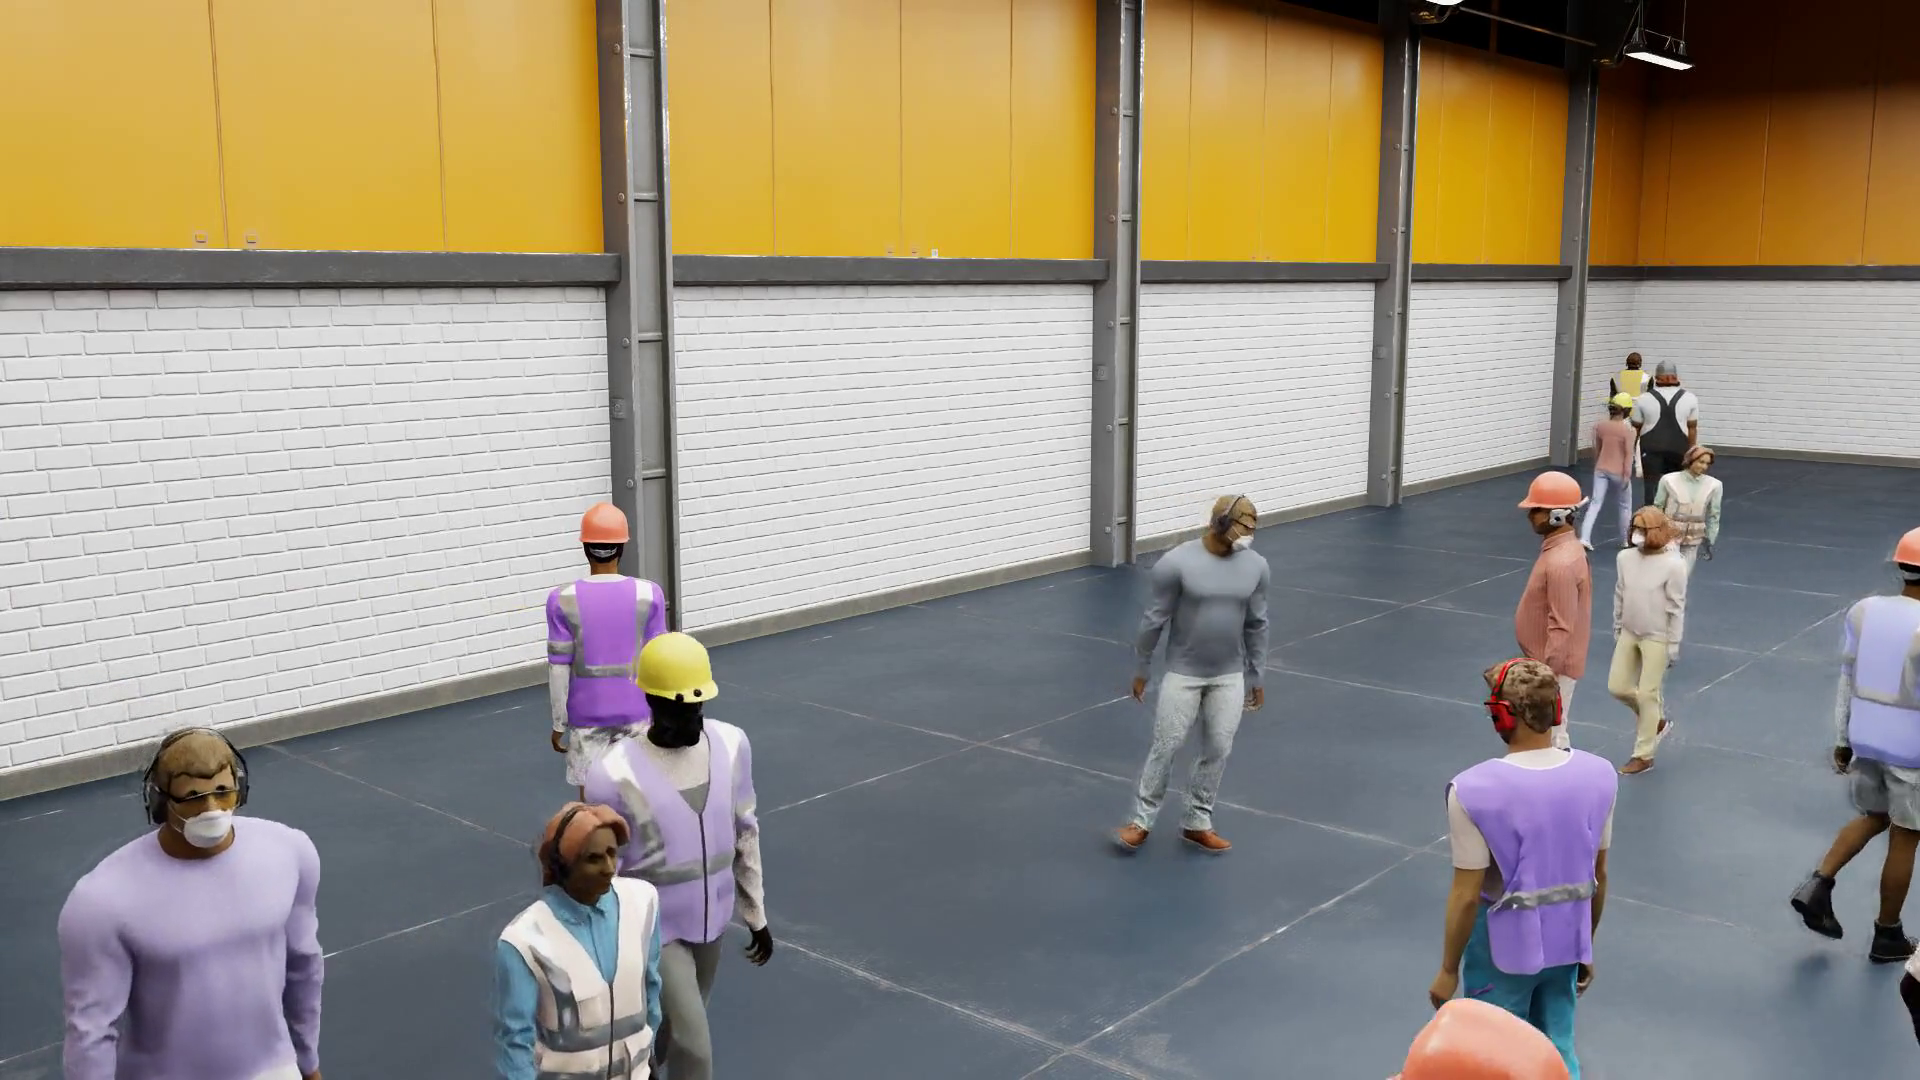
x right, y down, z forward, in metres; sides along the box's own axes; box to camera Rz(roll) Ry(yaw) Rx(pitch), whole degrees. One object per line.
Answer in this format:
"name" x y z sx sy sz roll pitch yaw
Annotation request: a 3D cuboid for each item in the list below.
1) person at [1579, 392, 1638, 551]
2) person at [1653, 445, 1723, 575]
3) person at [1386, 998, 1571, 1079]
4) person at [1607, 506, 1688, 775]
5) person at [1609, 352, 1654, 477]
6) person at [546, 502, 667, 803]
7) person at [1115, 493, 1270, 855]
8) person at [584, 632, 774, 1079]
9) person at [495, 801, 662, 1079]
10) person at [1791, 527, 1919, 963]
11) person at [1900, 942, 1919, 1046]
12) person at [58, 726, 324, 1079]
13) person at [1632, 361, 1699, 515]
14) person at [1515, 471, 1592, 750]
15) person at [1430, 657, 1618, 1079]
"person" 7.037 -0.735 17.959 0.897 1.724 0.530 -6 11 -35
"person" 5.938 0.015 13.627 0.514 1.595 0.621 0 9 3
"person" 0.847 1.635 2.601 1.015 1.893 0.558 8 12 41
"person" 4.136 0.594 9.956 0.427 1.620 0.501 -5 10 -29
"person" 9.923 -1.848 24.585 0.621 1.845 0.429 5 10 27
"person" -1.629 0.790 7.722 0.552 1.937 0.356 -3 10 -18
"person" 1.210 0.690 8.491 0.738 1.895 0.476 -2 9 -14
"person" -0.953 1.194 5.360 0.934 1.893 0.582 8 12 42
"person" -0.930 1.484 4.375 0.543 1.597 0.832 -9 13 -44
"person" 4.009 0.885 7.166 0.549 1.924 0.549 -3 10 -18
"person" 3.359 1.149 5.435 0.627 1.942 0.592 -5 10 -27
"person" -1.913 1.378 4.214 0.653 1.888 1.036 -8 12 -42
"person" 8.089 -1.086 19.176 0.700 2.000 0.840 3 9 17
"person" 3.003 0.640 8.487 0.377 1.995 0.611 3 10 18
"person" 1.702 1.267 5.038 0.564 1.838 0.390 -3 10 -19
